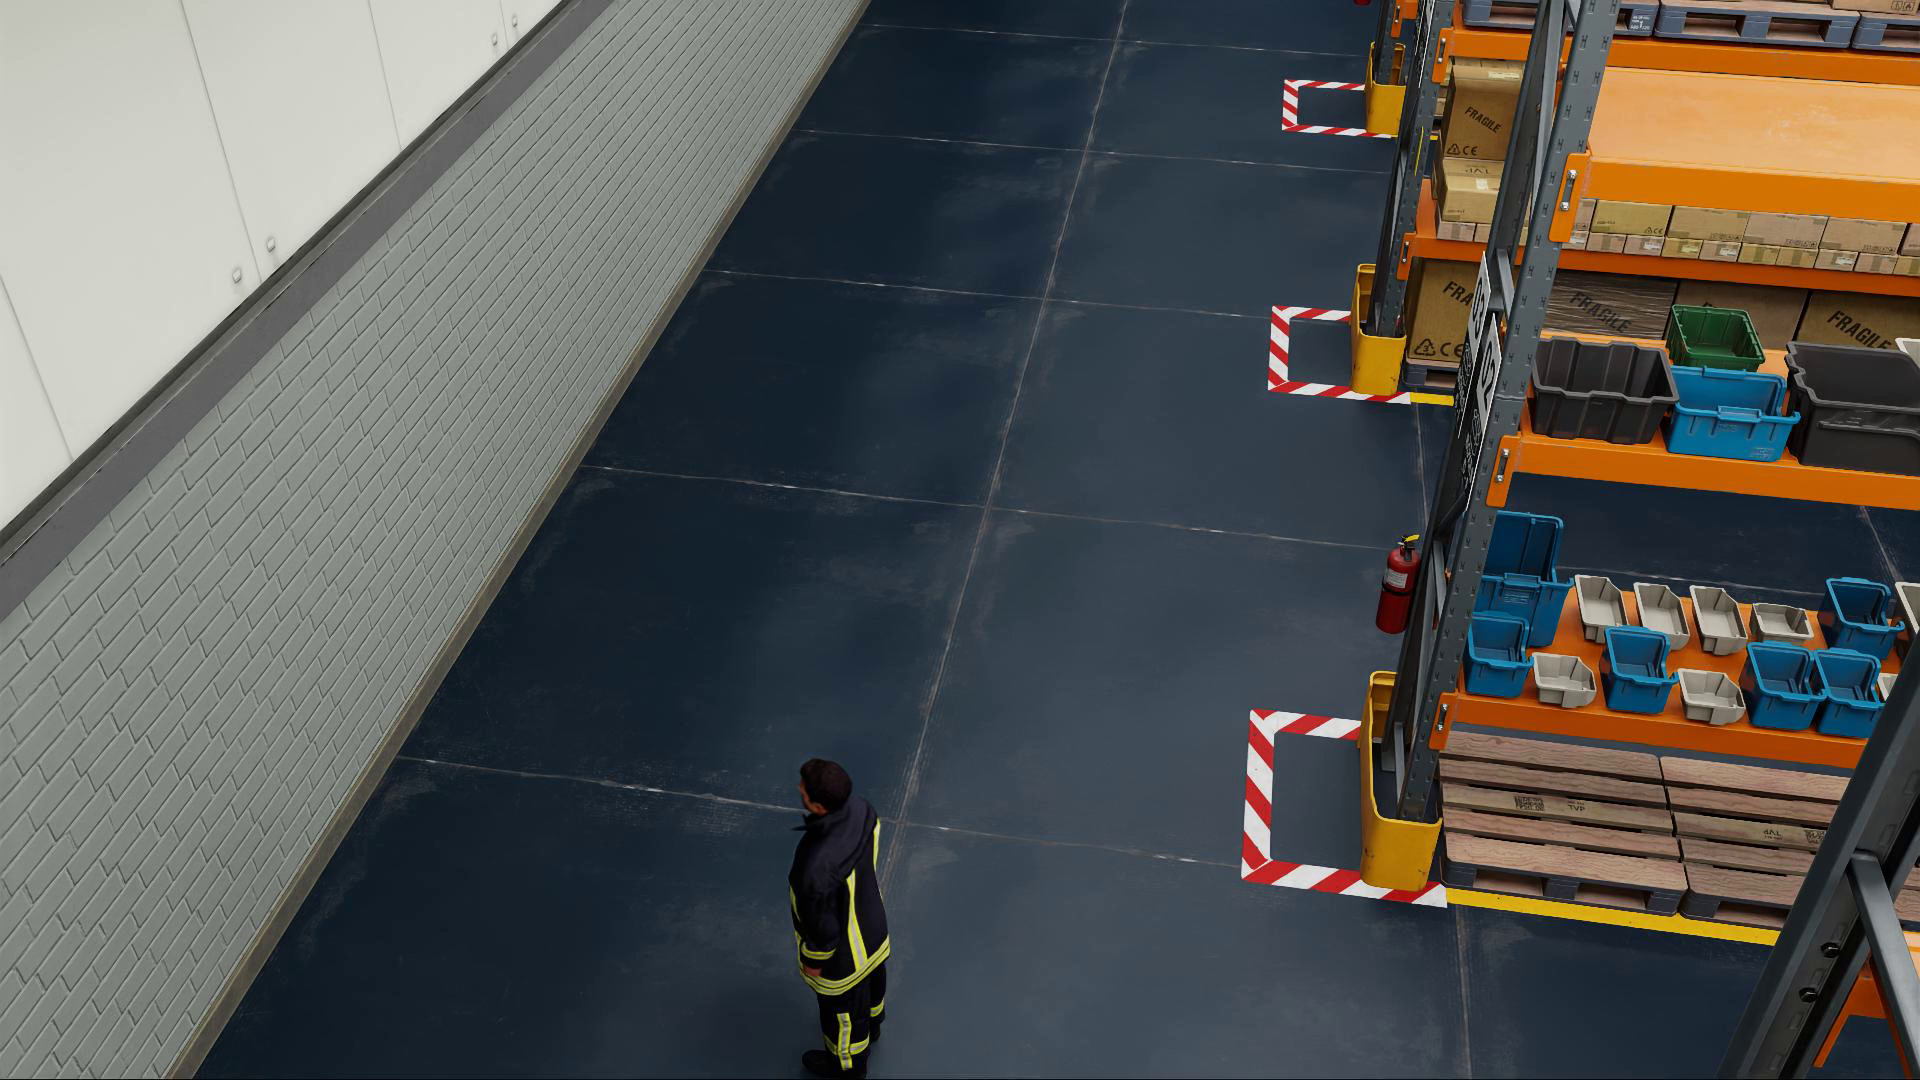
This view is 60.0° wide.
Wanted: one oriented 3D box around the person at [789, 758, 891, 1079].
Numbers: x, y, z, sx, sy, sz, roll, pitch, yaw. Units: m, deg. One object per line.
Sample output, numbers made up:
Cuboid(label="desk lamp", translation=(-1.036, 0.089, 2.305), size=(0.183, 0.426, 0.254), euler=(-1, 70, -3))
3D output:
Cuboid(label="person", translation=(-0.527, 1.694, 7.418), size=(0.721, 1.927, 0.822), euler=(12, 39, 15))
